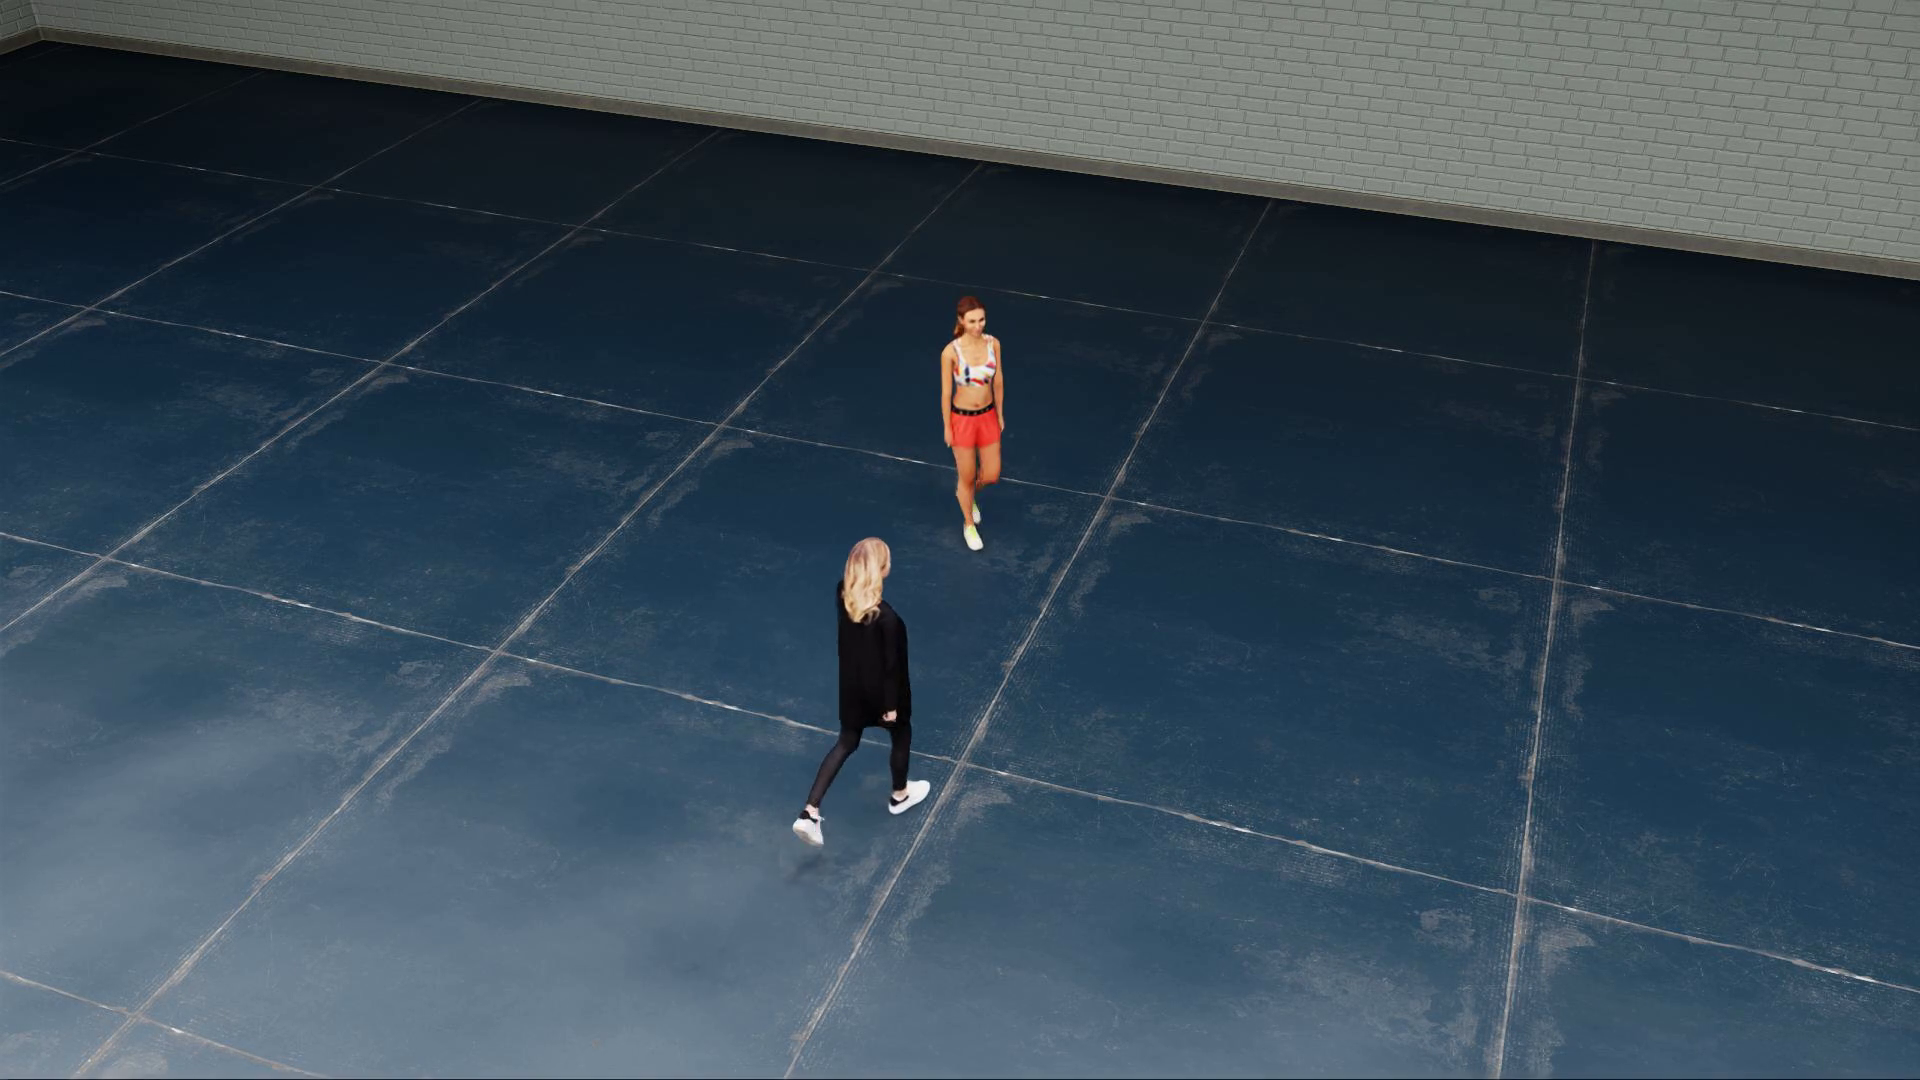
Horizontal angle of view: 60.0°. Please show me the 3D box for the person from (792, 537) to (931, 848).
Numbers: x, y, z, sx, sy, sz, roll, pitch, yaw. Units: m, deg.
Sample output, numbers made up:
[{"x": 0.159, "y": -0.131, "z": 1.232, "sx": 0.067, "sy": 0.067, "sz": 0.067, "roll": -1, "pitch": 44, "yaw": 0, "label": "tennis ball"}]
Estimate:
[{"x": -0.512, "y": 0.792, "z": 8.284, "sx": 0.917, "sy": 1.778, "sz": 1.207, "roll": 28, "pitch": 42, "yaw": 36, "label": "person"}]

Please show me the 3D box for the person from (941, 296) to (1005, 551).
[{"x": 0.048, "y": -0.793, "z": 10.719, "sx": 0.772, "sy": 1.780, "sz": 0.833, "roll": -12, "pitch": 35, "yaw": -18, "label": "person"}]
